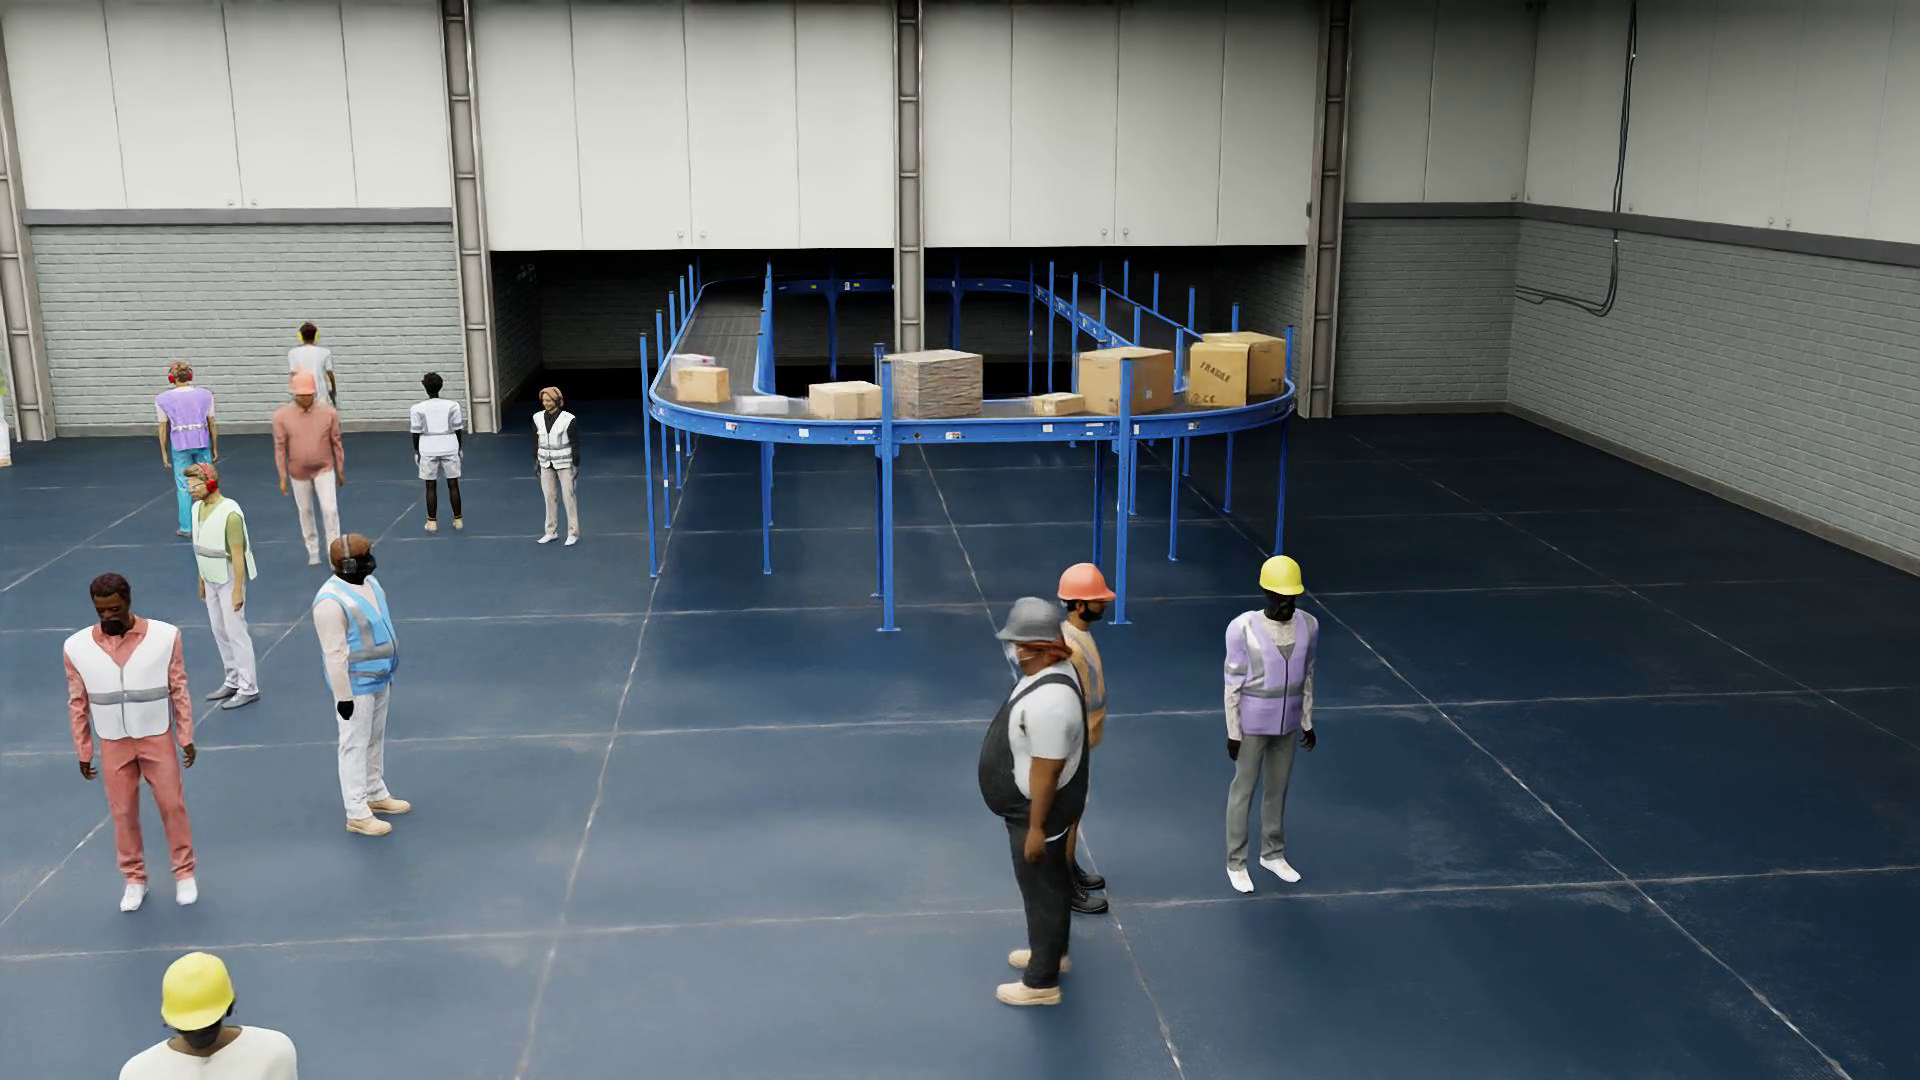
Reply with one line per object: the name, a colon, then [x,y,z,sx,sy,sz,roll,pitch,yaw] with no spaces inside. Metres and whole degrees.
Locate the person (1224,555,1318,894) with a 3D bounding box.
person: [1.745,1.016,9.318,0.585,1.928,0.379,-6,15,-22]

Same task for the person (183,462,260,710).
person: [-5.447,0.321,12.304,0.572,1.831,0.411,11,18,37]

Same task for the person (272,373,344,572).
person: [-6.229,-0.648,15.960,0.617,1.935,0.948,-5,15,-20]

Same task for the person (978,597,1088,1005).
person: [0.355,1.251,8.151,0.537,2.000,0.691,2,14,7]

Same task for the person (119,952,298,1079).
person: [-2.341,2.111,5.284,0.528,1.760,0.333,-6,15,-21]

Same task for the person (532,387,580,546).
person: [-4.120,-0.754,16.988,0.522,1.638,0.311,4,15,17]

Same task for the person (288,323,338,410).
person: [-8.094,-1.809,20.843,0.542,1.817,1.005,-4,15,-16]

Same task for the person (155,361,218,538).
person: [-8.023,-0.940,17.343,0.561,1.836,0.392,-11,18,-37]

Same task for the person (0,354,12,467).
person: [-12.215,-1.831,20.886,0.430,1.845,0.624,-11,18,-39]

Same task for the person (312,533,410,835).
person: [-3.627,0.860,10.111,0.429,1.846,0.633,1,14,3]

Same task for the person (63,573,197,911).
person: [-4.514,1.086,9.092,0.599,1.907,0.400,-5,15,-19]

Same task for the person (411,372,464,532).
person: [-5.503,-0.922,17.557,0.535,1.694,0.319,-6,15,-22]

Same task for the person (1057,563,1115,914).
person: [0.654,1.068,9.083,0.349,1.942,0.545,1,14,3]
